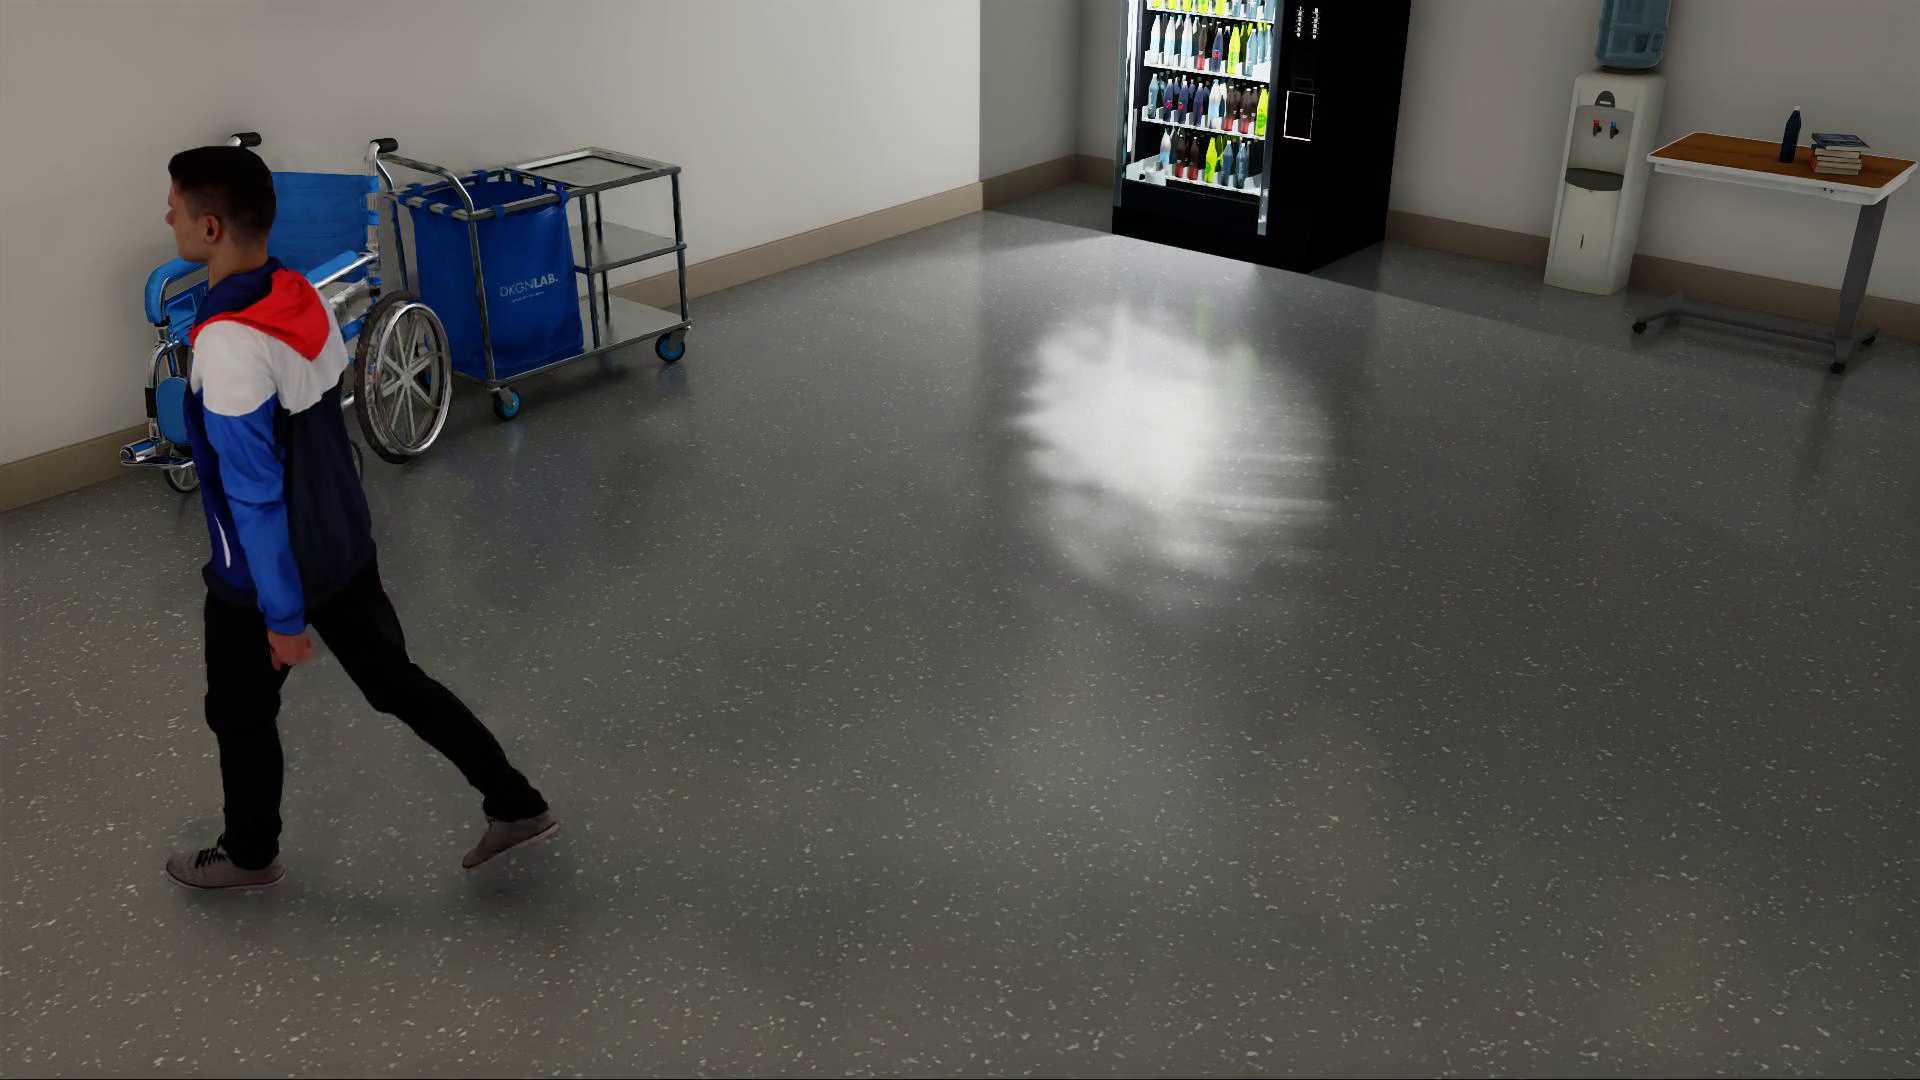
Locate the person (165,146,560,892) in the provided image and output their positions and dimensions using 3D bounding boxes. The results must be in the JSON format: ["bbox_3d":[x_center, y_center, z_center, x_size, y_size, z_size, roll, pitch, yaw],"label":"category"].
[{"bbox_3d":[-1.338,0.047,3.580,1.243,1.721,1.067,3,26,5],"label":"person"}]
